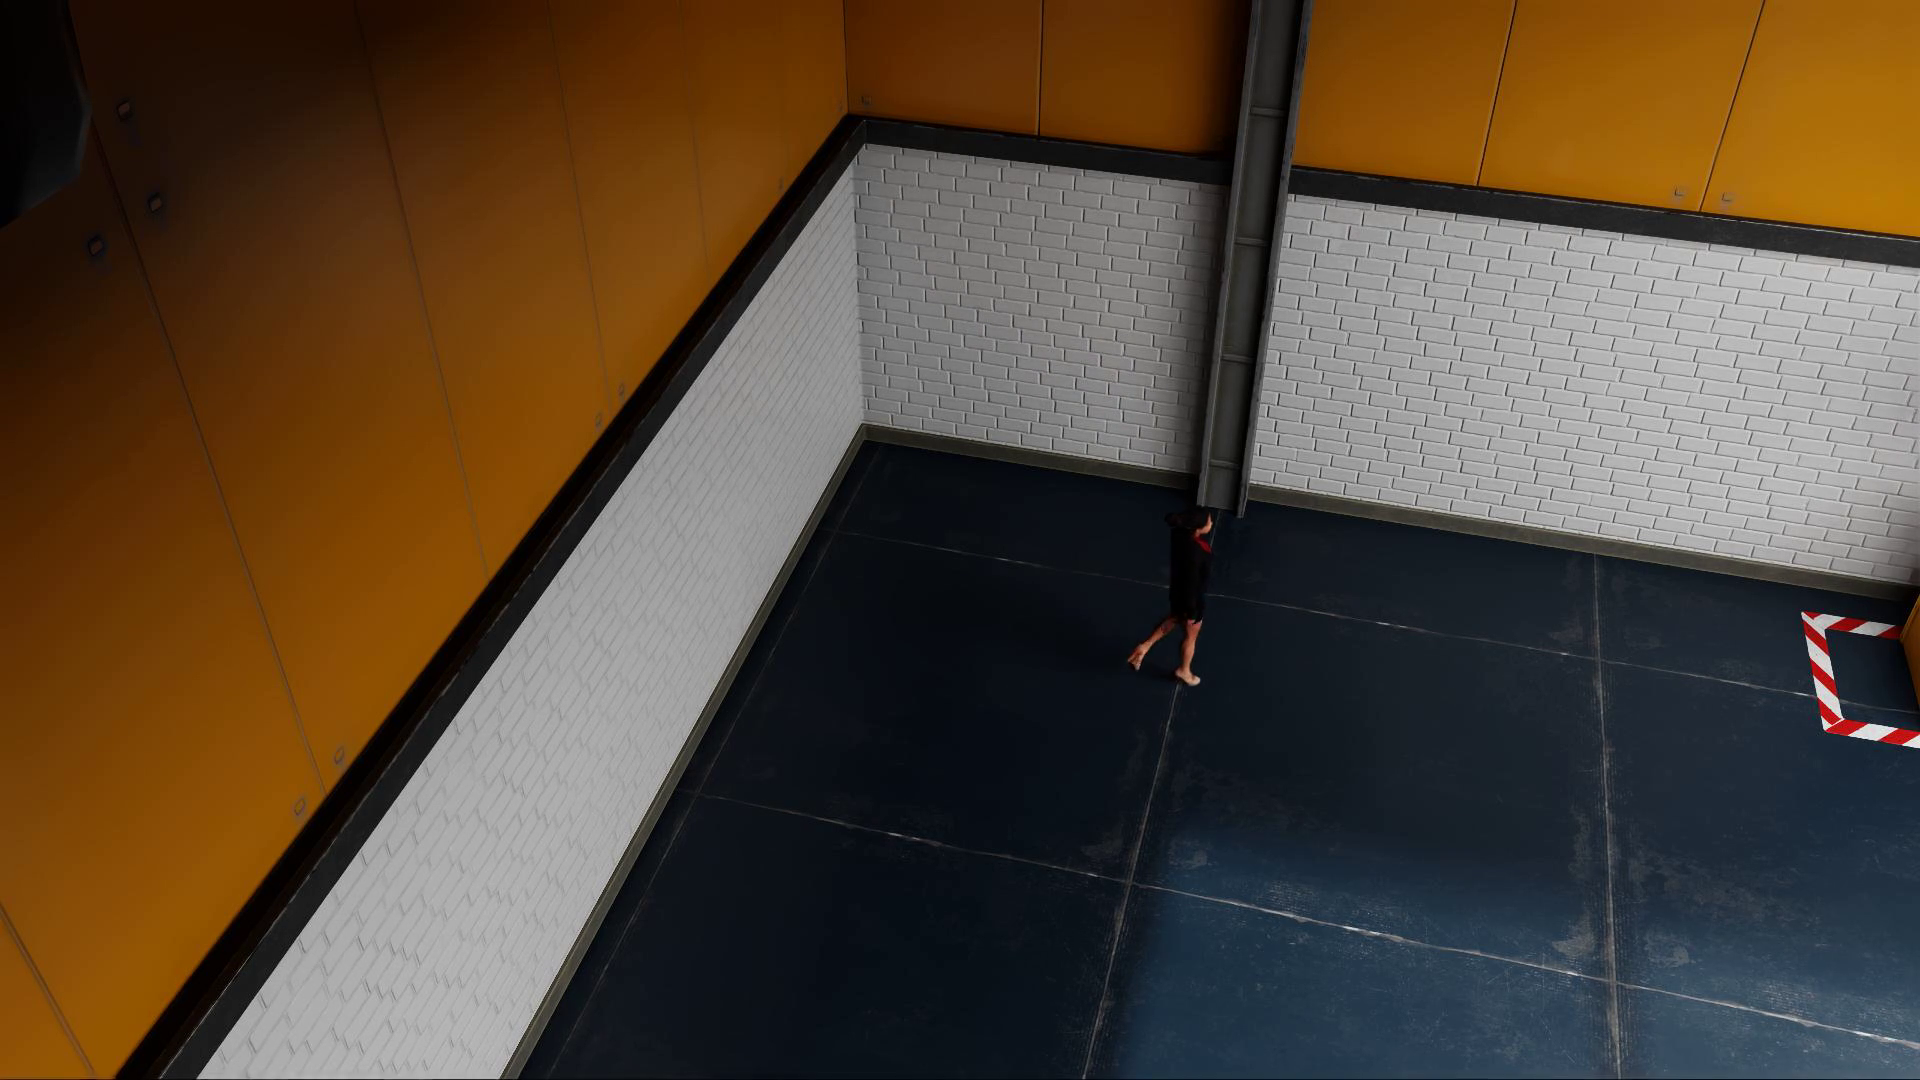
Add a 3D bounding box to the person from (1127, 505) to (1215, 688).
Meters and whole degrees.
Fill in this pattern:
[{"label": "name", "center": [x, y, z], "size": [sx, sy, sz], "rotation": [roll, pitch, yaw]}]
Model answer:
[{"label": "person", "center": [1.514, 0.420, 11.705], "size": [0.893, 1.628, 0.775], "rotation": [-8, 39, -10]}]
